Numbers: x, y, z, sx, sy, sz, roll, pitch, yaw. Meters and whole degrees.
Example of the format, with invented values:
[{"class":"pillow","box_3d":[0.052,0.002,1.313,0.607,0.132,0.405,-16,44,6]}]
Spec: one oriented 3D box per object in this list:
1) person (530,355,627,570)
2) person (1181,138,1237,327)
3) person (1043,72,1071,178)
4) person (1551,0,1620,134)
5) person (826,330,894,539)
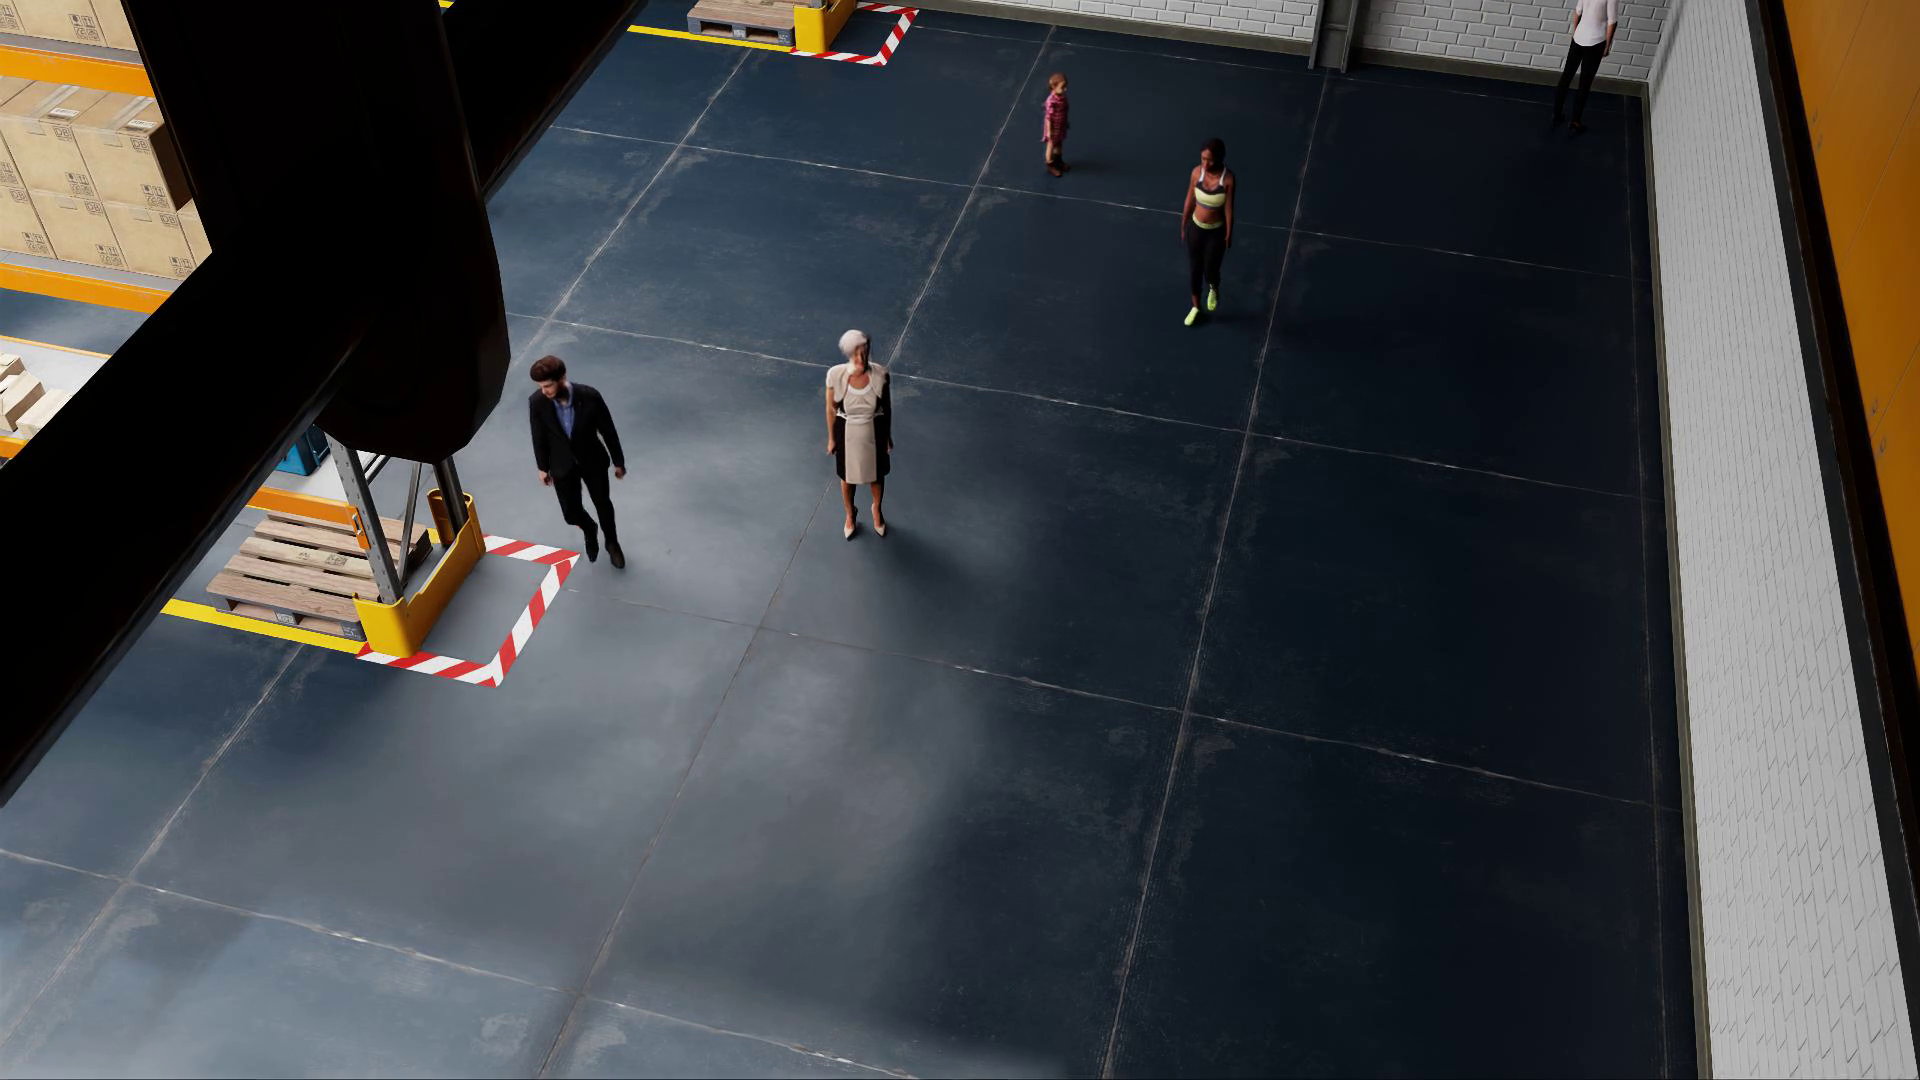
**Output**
[{"class":"person","box_3d":[-2.662,-0.592,11.544,0.771,1.865,0.915,-10,45,-10]},{"class":"person","box_3d":[2.077,-2.570,13.711,0.679,1.740,0.718,20,47,20]},{"class":"person","box_3d":[0.914,-3.935,15.666,0.531,1.021,0.494,31,52,28]},{"class":"person","box_3d":[6.032,-4.777,15.988,0.735,1.795,0.661,-25,49,-24]},{"class":"person","box_3d":[-0.702,-0.747,11.786,0.583,1.756,0.747,-3,44,-3]}]
